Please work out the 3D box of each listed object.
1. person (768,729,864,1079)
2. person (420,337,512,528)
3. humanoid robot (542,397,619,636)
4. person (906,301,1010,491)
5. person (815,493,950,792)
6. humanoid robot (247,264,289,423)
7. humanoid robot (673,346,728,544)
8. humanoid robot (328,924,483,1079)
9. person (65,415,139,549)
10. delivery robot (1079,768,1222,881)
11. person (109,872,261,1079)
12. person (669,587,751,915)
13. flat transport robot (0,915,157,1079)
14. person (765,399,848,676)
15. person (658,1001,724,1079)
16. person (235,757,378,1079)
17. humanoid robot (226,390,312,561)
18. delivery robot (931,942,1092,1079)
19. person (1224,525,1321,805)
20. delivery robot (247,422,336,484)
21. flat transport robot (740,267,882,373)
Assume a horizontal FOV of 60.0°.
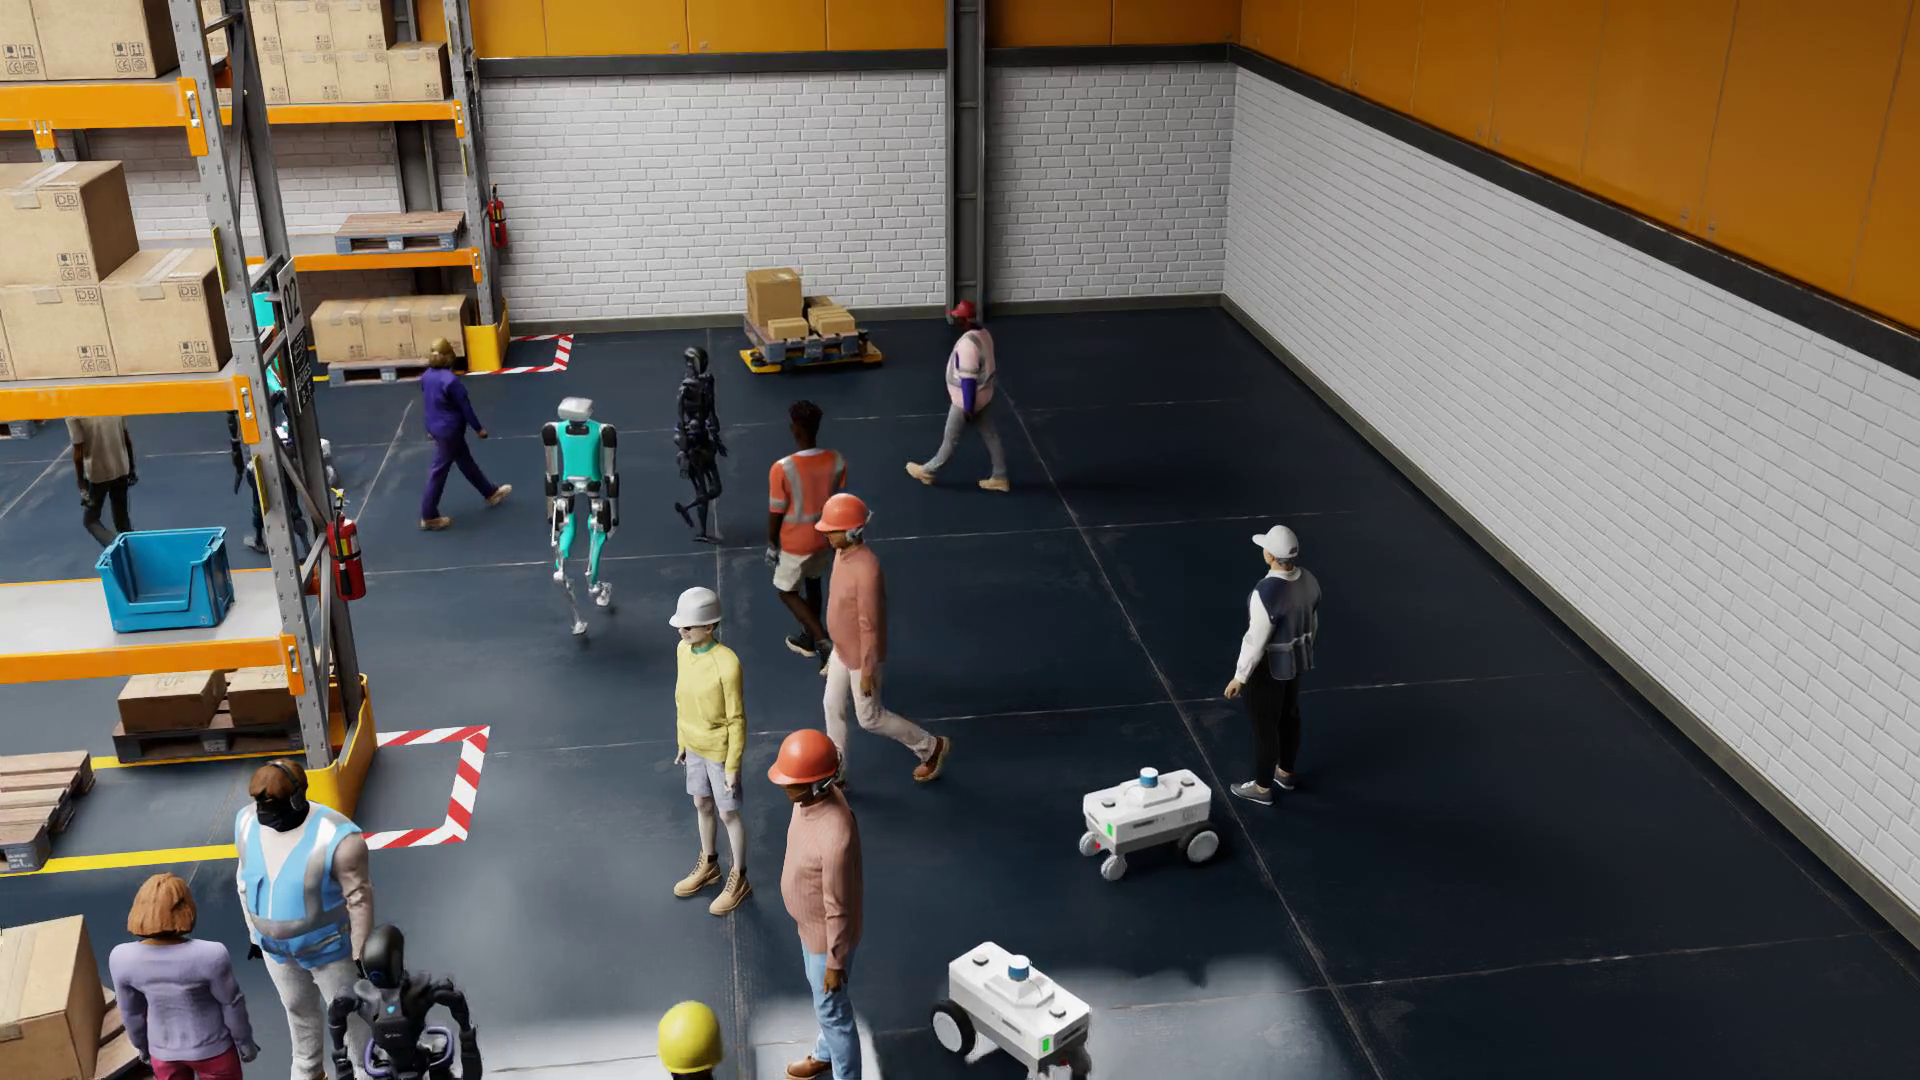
[{"bbox_3d":[-0.622,1.707,7.381,0.398,1.986,0.618,-6,25,-14],"label":"person"},{"bbox_3d":[-4.209,-0.913,13.850,0.888,1.562,0.480,-18,29,-34],"label":"person"},{"bbox_3d":[-2.706,-0.108,11.845,0.547,1.744,1.043,0,24,-1],"label":"humanoid robot"},{"bbox_3d":[0.013,-1.247,14.447,0.948,1.701,0.614,9,25,19],"label":"person"},{"bbox_3d":[-0.532,0.636,9.848,0.873,1.964,0.639,-9,25,-19],"label":"person"},{"bbox_3d":[-6.202,-1.602,15.240,0.665,1.813,0.543,14,28,30],"label":"humanoid robot"},{"bbox_3d":[-2.168,-0.775,13.412,0.505,1.636,0.609,9,25,19],"label":"humanoid robot"},{"bbox_3d":[-2.181,2.182,6.683,0.594,1.635,0.427,-5,24,-10],"label":"humanoid robot"},{"bbox_3d":[-6.405,-0.481,12.518,0.464,1.851,0.533,13,27,27],"label":"person"},{"bbox_3d":[1.062,1.571,9.451,0.772,0.586,0.499,-10,26,-22],"label":"delivery robot"},{"bbox_3d":[-3.180,2.102,6.906,0.498,1.633,0.282,0,24,0],"label":"person"},{"bbox_3d":[-1.326,1.105,8.866,0.471,1.892,0.385,18,30,35],"label":"person"},{"bbox_3d":[-4.321,2.602,7.469,1.431,0.231,0.659,13,27,27],"label":"flat transport robot"},{"bbox_3d":[-1.014,-0.009,11.326,0.619,1.946,0.726,-20,30,-38],"label":"person"},{"bbox_3d":[-0.885,2.418,5.836,0.606,1.915,0.433,-10,26,-21],"label":"person"},{"bbox_3d":[-2.892,1.781,7.384,0.621,1.845,0.431,6,24,13],"label":"person"},{"bbox_3d":[-5.443,-0.617,13.096,0.774,1.626,0.589,18,29,35],"label":"humanoid robot"},{"bbox_3d":[0.256,2.250,7.939,0.499,0.614,0.803,-21,31,-39],"label":"delivery robot"},{"bbox_3d":[1.862,0.738,9.860,0.764,1.757,0.447,-21,31,-39],"label":"person"},{"bbox_3d":[-5.926,-0.761,14.767,0.791,0.589,0.499,15,28,30],"label":"delivery robot"},{"bbox_3d":[-1.623,-2.052,18.072,1.431,0.231,0.659,-8,25,-17],"label":"flat transport robot"}]
